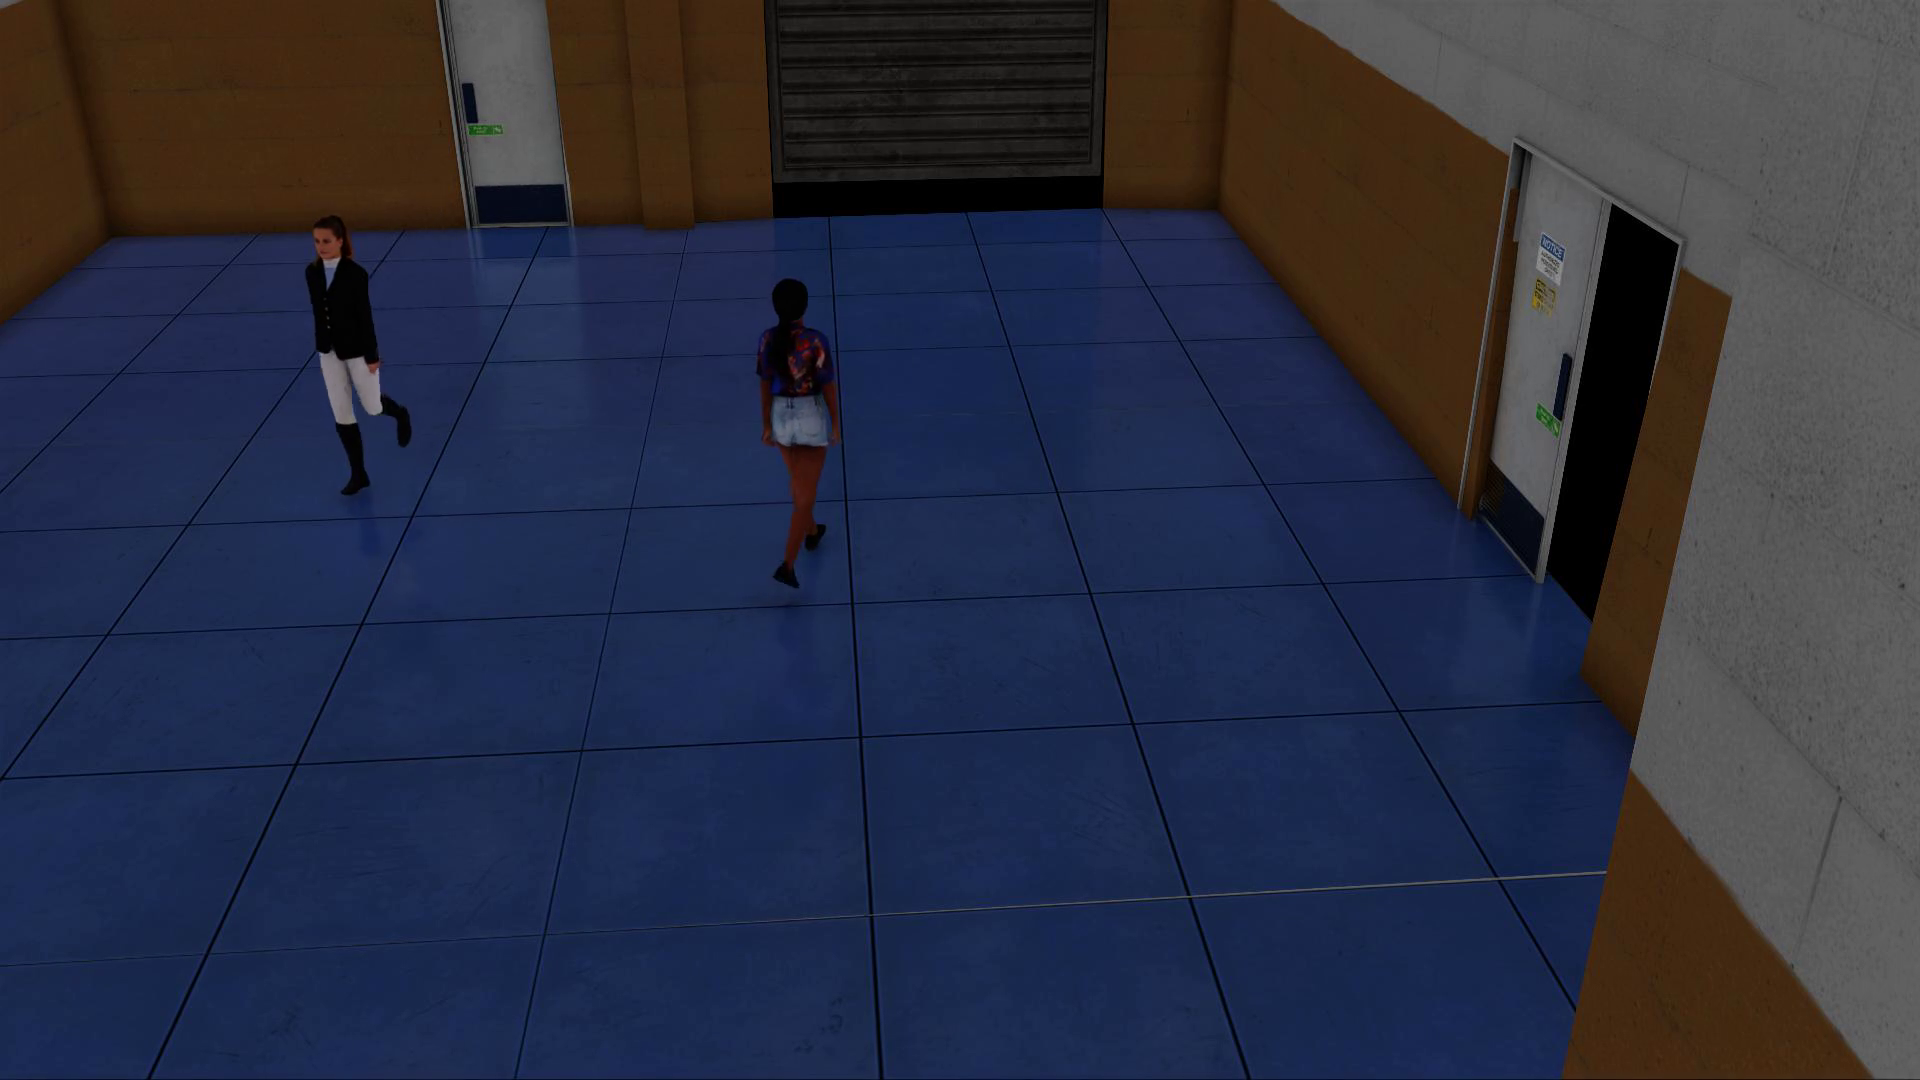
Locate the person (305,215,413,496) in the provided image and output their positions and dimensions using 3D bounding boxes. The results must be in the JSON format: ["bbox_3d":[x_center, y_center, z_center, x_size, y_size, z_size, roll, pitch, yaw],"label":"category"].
[{"bbox_3d":[-3.742,-1.157,10.297,0.983,1.710,0.801,6,27,11],"label":"person"}]

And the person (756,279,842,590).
[{"bbox_3d":[-0.910,-0.556,9.132,1.176,1.707,0.932,7,28,14],"label":"person"}]
